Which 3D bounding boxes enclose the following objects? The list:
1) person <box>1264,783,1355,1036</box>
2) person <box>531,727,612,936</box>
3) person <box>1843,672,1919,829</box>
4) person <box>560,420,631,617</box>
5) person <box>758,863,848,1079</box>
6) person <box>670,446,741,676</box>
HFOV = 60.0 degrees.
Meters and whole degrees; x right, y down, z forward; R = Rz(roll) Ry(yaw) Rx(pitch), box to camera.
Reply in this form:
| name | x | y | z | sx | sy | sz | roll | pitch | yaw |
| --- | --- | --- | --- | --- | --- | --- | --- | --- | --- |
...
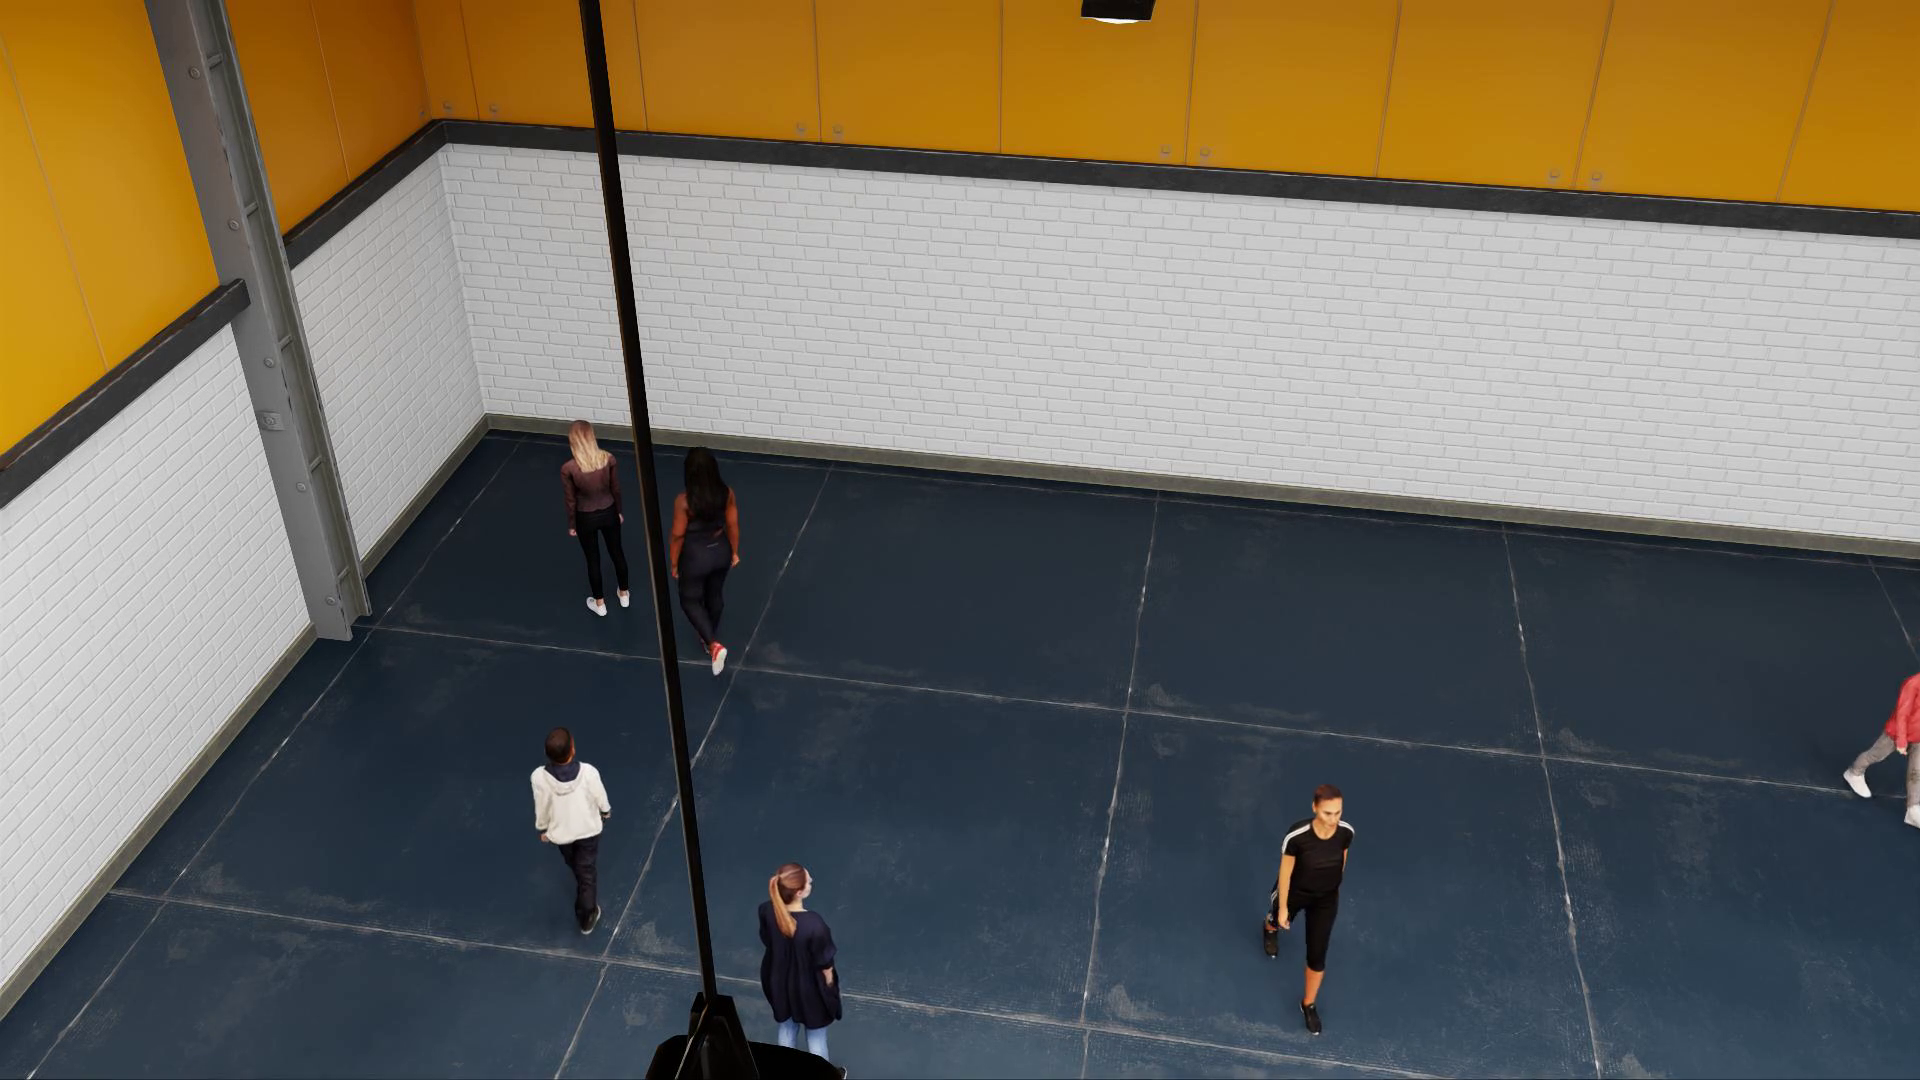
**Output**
| name | x | y | z | sx | sy | sz | roll | pitch | yaw |
| --- | --- | --- | --- | --- | --- | --- | --- | --- | --- |
| person | 2.004 | 2.025 | 9.781 | 0.745 | 1.638 | 1.137 | -2 | 34 | -2 |
| person | -2.395 | 1.826 | 10.274 | 0.674 | 1.422 | 0.969 | 1 | 34 | 1 |
| person | 6.318 | 1.236 | 11.197 | 0.770 | 1.383 | 1.004 | -8 | 34 | -12 |
| person | -2.845 | -0.172 | 13.025 | 0.674 | 1.705 | 0.712 | -17 | 37 | -24 |
| person | -0.887 | 2.432 | 9.127 | 0.693 | 1.684 | 0.665 | 16 | 37 | 23 |
| person | -1.870 | 0.184 | 12.413 | 1.045 | 1.790 | 1.144 | -19 | 38 | -26 |
